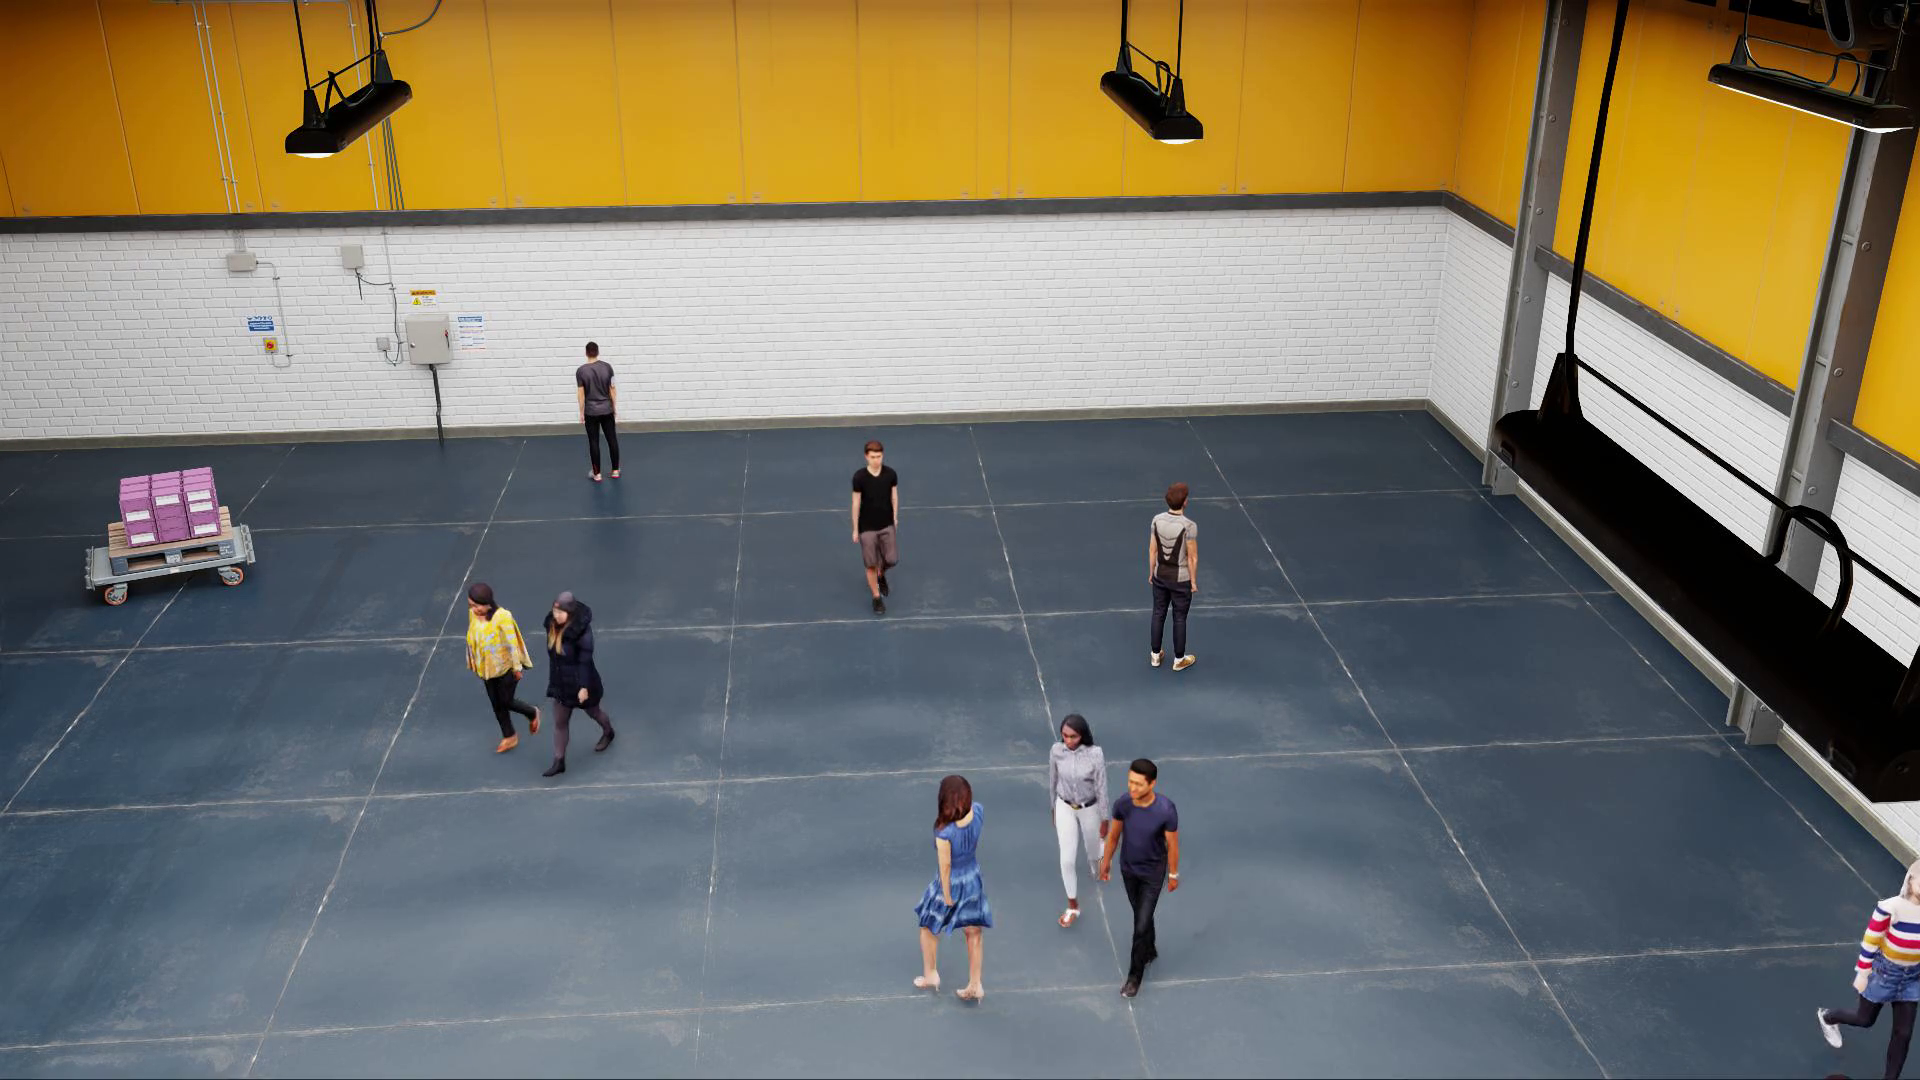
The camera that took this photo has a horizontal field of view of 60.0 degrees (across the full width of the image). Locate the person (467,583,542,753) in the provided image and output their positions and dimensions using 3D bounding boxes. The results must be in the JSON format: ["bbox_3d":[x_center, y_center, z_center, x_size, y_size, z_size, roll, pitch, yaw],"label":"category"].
[{"bbox_3d":[-3.985,1.083,14.602,0.914,1.630,0.978,11,26,24],"label":"person"}]

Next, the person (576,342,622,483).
[{"bbox_3d":[-4.471,-1.595,20.562,0.697,1.764,0.662,-10,25,-21],"label":"person"}]

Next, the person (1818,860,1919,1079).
[{"bbox_3d":[5.916,2.732,10.648,0.747,1.776,1.132,-1,24,-2],"label":"person"}]

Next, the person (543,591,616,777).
[{"bbox_3d":[-3.255,1.193,14.338,1.027,1.639,1.186,12,26,26],"label":"person"}]

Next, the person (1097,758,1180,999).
[{"bbox_3d":[1.339,2.273,11.705,0.958,1.770,1.028,16,28,33],"label":"person"}]

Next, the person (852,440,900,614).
[{"bbox_3d":[-0.890,-0.177,17.212,0.762,1.849,0.877,-7,25,-16],"label":"person"}]

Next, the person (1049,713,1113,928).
[{"bbox_3d":[0.920,2.011,12.391,0.937,1.701,1.113,8,25,18],"label":"person"}]

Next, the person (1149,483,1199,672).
[{"bbox_3d":[2.041,0.344,15.963,0.727,1.895,0.749,13,27,27],"label":"person"}]

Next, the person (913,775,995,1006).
[{"bbox_3d":[0.048,2.427,11.334,0.930,1.785,0.865,22,32,40],"label":"person"}]
